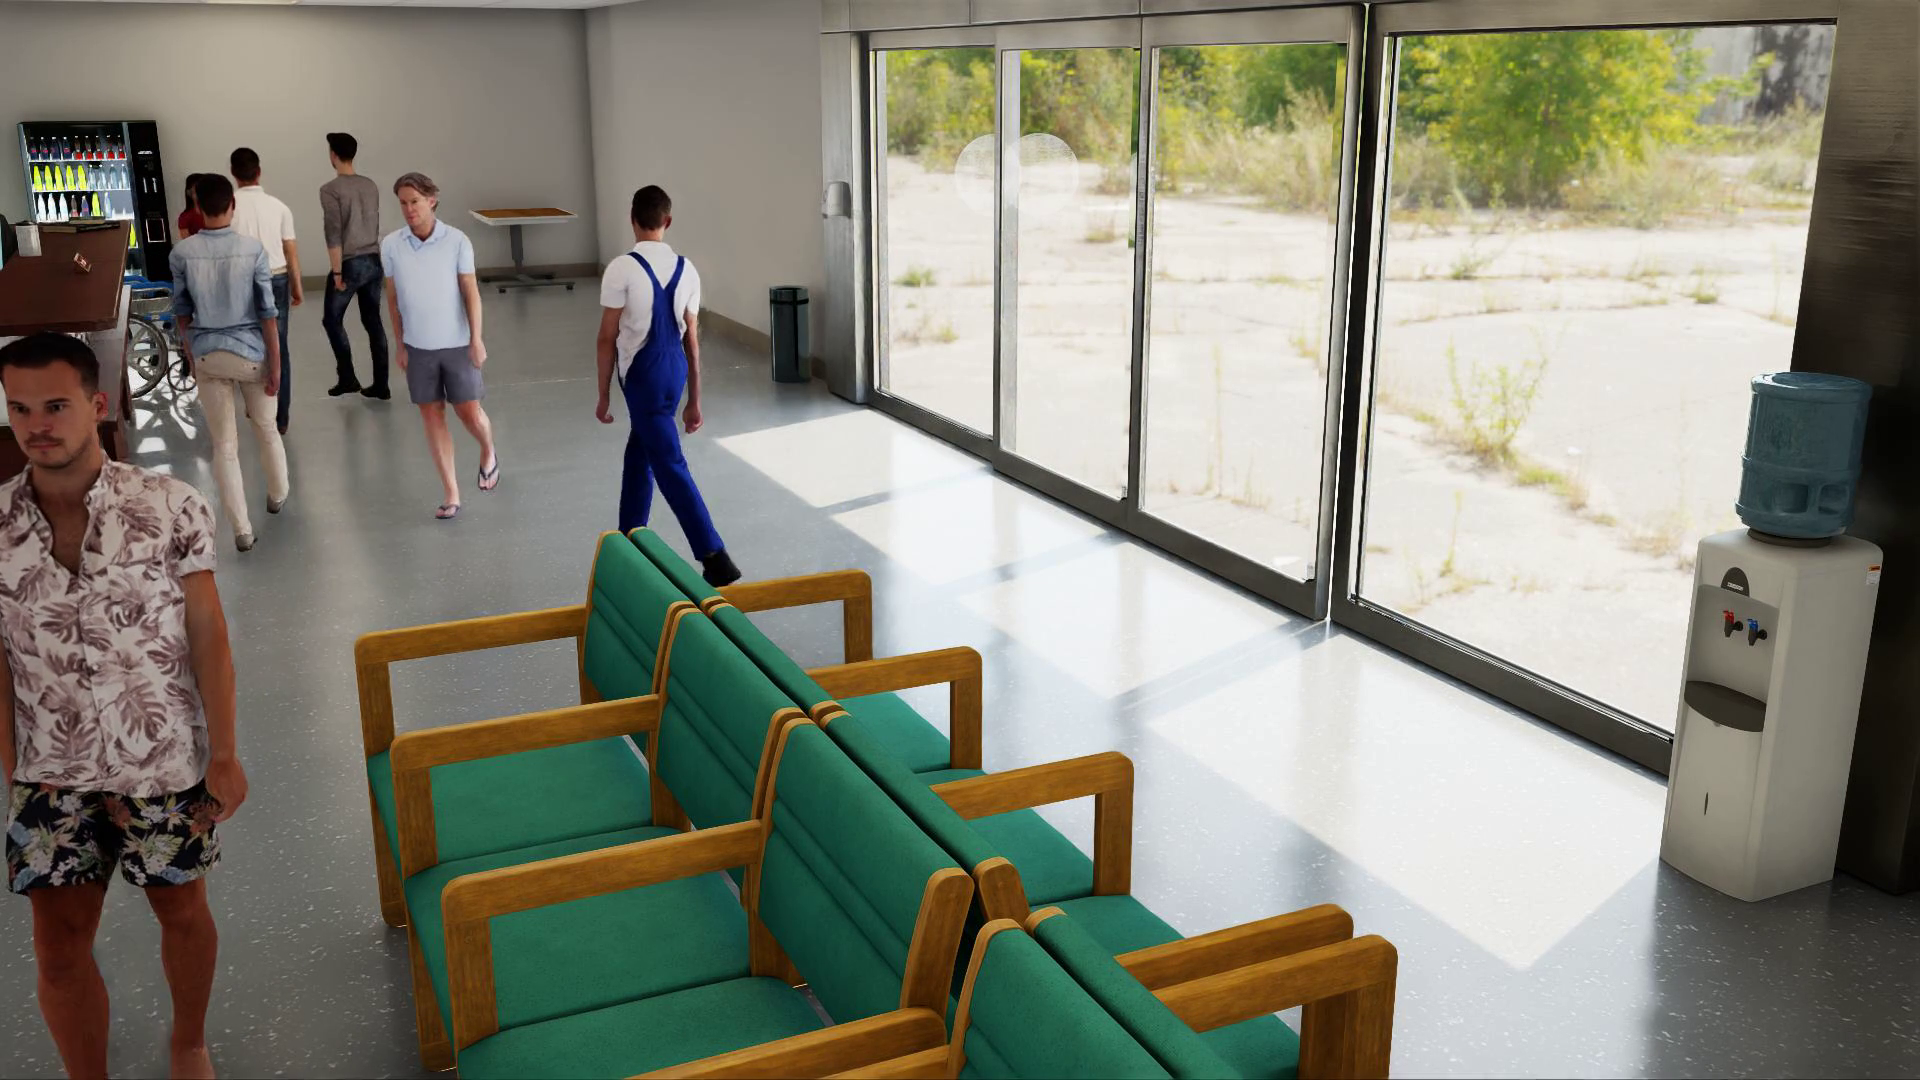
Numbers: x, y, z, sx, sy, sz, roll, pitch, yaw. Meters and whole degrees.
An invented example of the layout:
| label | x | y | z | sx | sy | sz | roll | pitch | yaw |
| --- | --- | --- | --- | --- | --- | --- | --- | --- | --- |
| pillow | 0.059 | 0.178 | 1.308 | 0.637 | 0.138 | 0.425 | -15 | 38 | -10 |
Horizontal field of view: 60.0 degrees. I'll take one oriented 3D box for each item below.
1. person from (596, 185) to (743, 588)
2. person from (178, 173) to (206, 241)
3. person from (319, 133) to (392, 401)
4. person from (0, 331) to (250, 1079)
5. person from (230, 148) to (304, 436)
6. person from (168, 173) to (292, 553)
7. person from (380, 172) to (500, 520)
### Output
| label | x | y | z | sx | sy | sz | roll | pitch | yaw |
| --- | --- | --- | --- | --- | --- | --- | --- | --- | --- |
| person | -1.312 | -0.609 | 7.388 | 0.999 | 1.792 | 1.309 | 15 | 21 | 42 |
| person | -5.998 | -2.113 | 13.220 | 0.943 | 1.513 | 1.041 | 11 | 19 | 34 |
| person | -4.258 | -1.926 | 11.884 | 0.904 | 1.886 | 0.826 | 11 | 19 | 35 |
| person | -1.854 | 0.427 | 3.702 | 0.716 | 1.797 | 0.765 | -6 | 17 | -19 |
| person | -4.533 | -1.586 | 10.777 | 0.895 | 1.832 | 0.783 | -8 | 18 | -27 |
| person | -3.584 | -0.827 | 8.148 | 1.179 | 1.799 | 0.849 | -5 | 16 | -16 |
| person | -2.760 | -1.047 | 8.907 | 0.918 | 1.811 | 0.912 | -1 | 16 | -5 |
